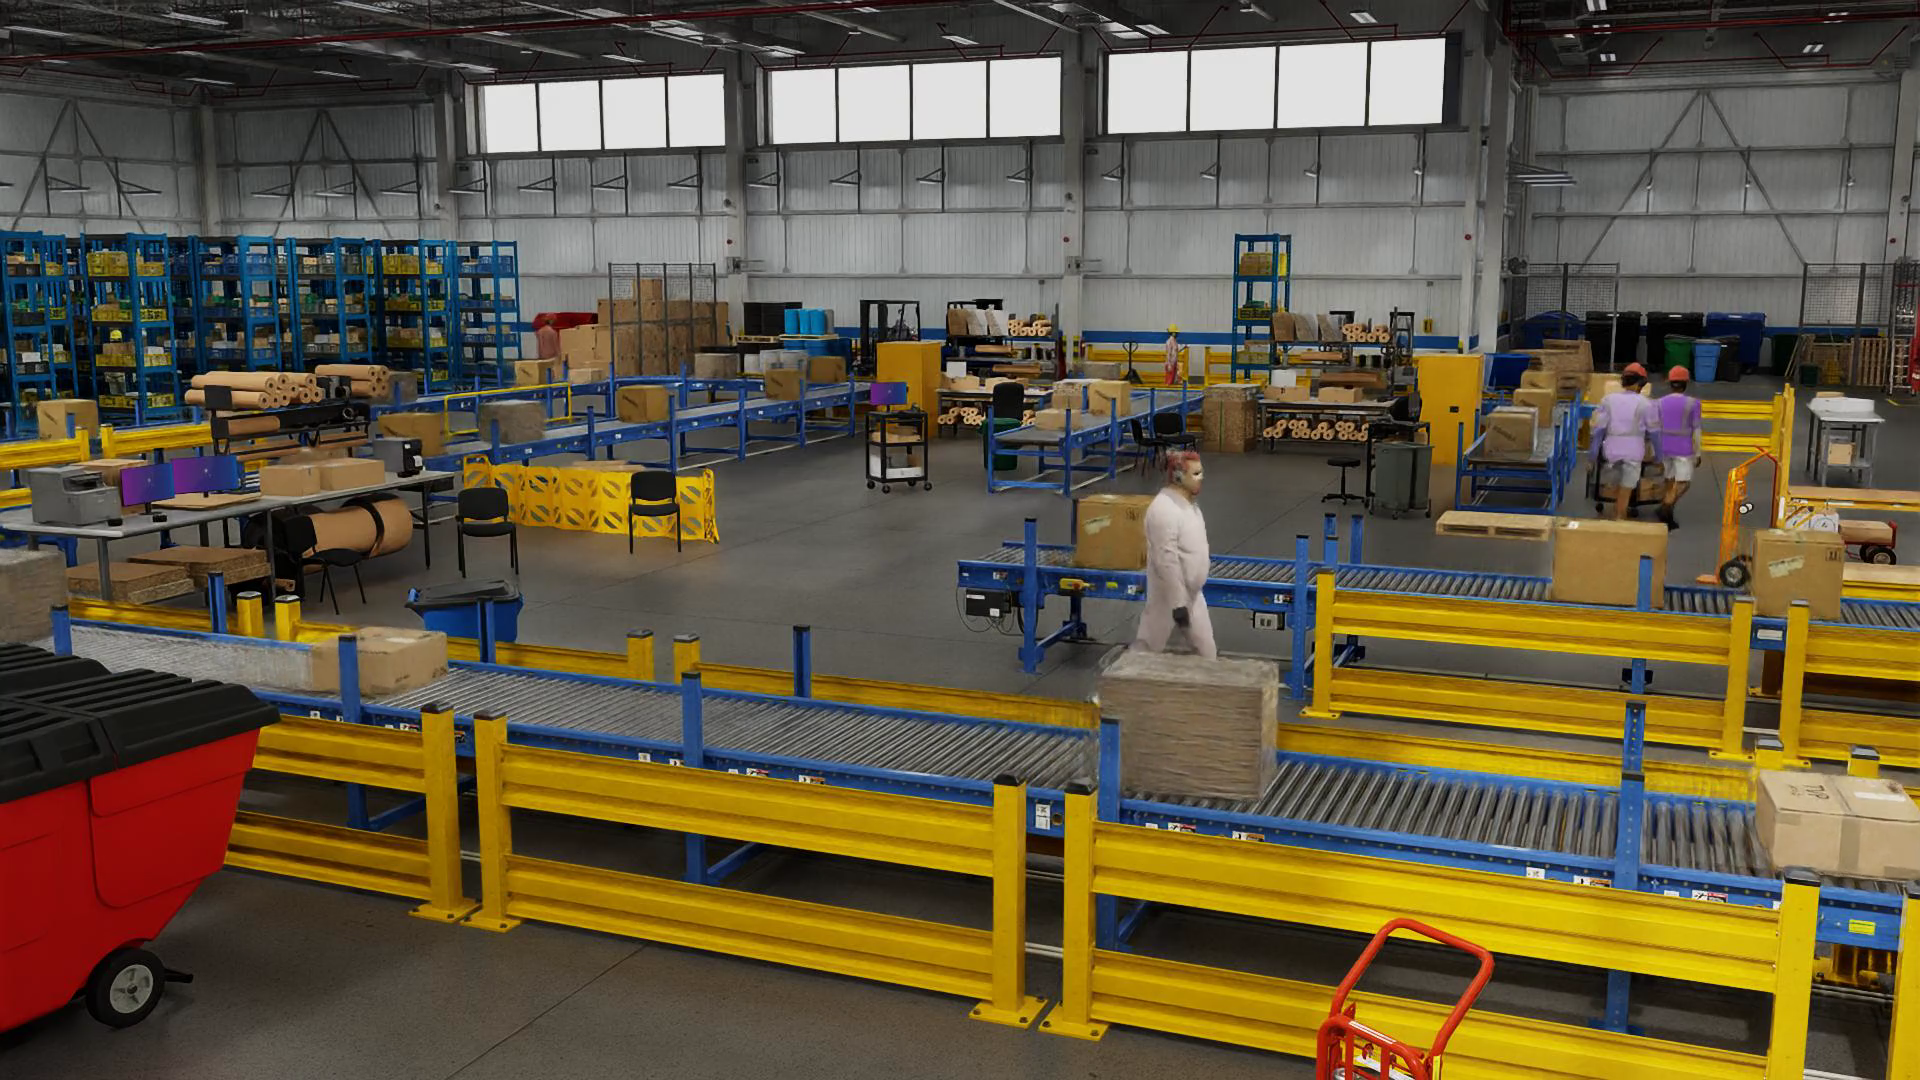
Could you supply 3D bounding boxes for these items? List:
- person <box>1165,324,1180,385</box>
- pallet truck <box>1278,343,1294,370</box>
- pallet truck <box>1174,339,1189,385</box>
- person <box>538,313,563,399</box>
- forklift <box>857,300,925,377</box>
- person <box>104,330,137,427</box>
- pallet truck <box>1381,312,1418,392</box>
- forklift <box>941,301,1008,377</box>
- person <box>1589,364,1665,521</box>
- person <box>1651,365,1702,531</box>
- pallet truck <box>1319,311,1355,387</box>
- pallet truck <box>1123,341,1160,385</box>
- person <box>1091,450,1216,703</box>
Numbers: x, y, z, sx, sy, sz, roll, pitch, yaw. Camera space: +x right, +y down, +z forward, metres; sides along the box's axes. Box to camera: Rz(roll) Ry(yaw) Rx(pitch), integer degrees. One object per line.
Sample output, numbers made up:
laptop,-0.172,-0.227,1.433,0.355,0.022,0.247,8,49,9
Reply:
person,4.613,-3.789,36.073,0.313,1.767,0.534,4,10,23
pallet truck,7.886,-4.163,39.743,0.653,1.274,1.630,4,10,22
pallet truck,5.418,-4.269,40.420,0.704,1.261,1.522,3,10,20
person,-9.232,-4.179,37.841,0.642,1.959,0.805,7,12,38
forklift,-1.732,-5.109,42.468,1.157,1.987,2.680,4,10,22
person,-15.788,-3.024,31.237,0.602,1.830,0.404,0,9,2
pallet truck,10.207,-4.283,38.369,0.823,1.965,1.885,3,10,20
forklift,0.365,-4.966,41.571,1.157,1.987,2.680,3,10,20
person,7.235,-0.907,17.959,1.041,1.967,0.725,-9,13,-42
person,8.091,-1.025,18.871,0.607,1.917,0.561,-9,13,-42
pallet truck,9.071,-4.419,39.190,0.823,1.965,1.885,5,10,26
pallet truck,4.445,-4.380,41.279,0.680,1.201,1.601,4,10,22
person,1.346,0.338,10.786,0.994,1.867,0.634,5,11,30
